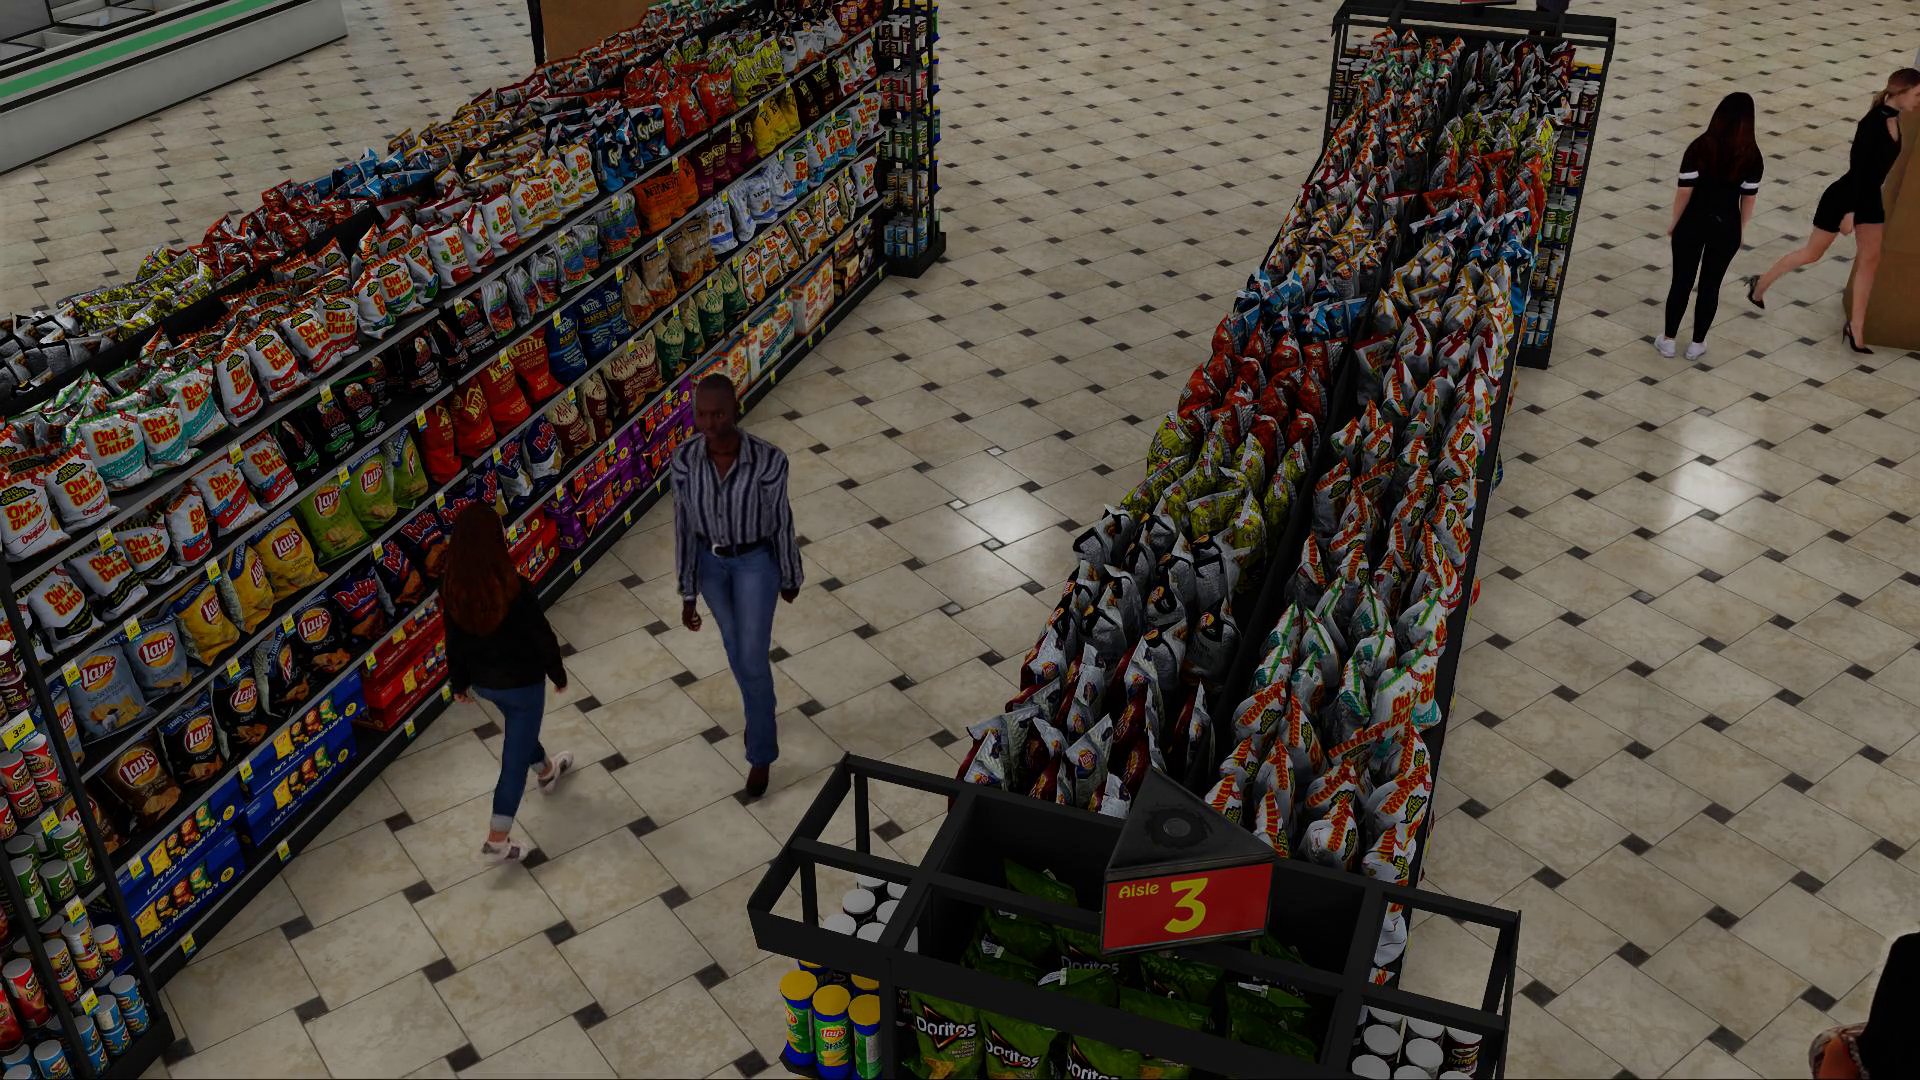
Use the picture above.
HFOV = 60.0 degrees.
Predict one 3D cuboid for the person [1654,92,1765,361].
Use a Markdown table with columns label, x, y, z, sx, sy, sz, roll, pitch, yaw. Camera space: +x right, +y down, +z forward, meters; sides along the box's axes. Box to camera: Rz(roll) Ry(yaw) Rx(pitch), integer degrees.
| label | x | y | z | sx | sy | sz | roll | pitch | yaw |
| --- | --- | --- | --- | --- | --- | --- | --- | --- | --- |
| person | 4.492 | -1.877 | 9.996 | 0.591 | 1.638 | 0.561 | 11 | 34 | 17 |

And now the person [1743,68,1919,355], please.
| label | x | y | z | sx | sy | sz | roll | pitch | yaw |
| --- | --- | --- | --- | --- | --- | --- | --- | --- | --- |
| person | 5.352 | -1.993 | 10.164 | 1.137 | 1.657 | 1.061 | -24 | 39 | -33 |

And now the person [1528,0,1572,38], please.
| label | x | y | z | sx | sy | sz | roll | pitch | yaw |
| --- | --- | --- | --- | --- | --- | --- | --- | --- | --- |
| person | 5.338 | -4.988 | 14.926 | 0.717 | 1.712 | 0.625 | -9 | 33 | -14 |

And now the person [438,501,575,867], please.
| label | x | y | z | sx | sy | sz | roll | pitch | yaw |
| --- | --- | --- | --- | --- | --- | --- | --- | --- | --- |
| person | -1.735 | 0.561 | 6.253 | 0.574 | 1.452 | 0.968 | 10 | 33 | 16 |

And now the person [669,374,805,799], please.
| label | x | y | z | sx | sy | sz | roll | pitch | yaw |
| --- | --- | --- | --- | --- | --- | --- | --- | --- | --- |
| person | -0.885 | 0.092 | 6.702 | 0.714 | 1.774 | 0.873 | 5 | 32 | 9 |
